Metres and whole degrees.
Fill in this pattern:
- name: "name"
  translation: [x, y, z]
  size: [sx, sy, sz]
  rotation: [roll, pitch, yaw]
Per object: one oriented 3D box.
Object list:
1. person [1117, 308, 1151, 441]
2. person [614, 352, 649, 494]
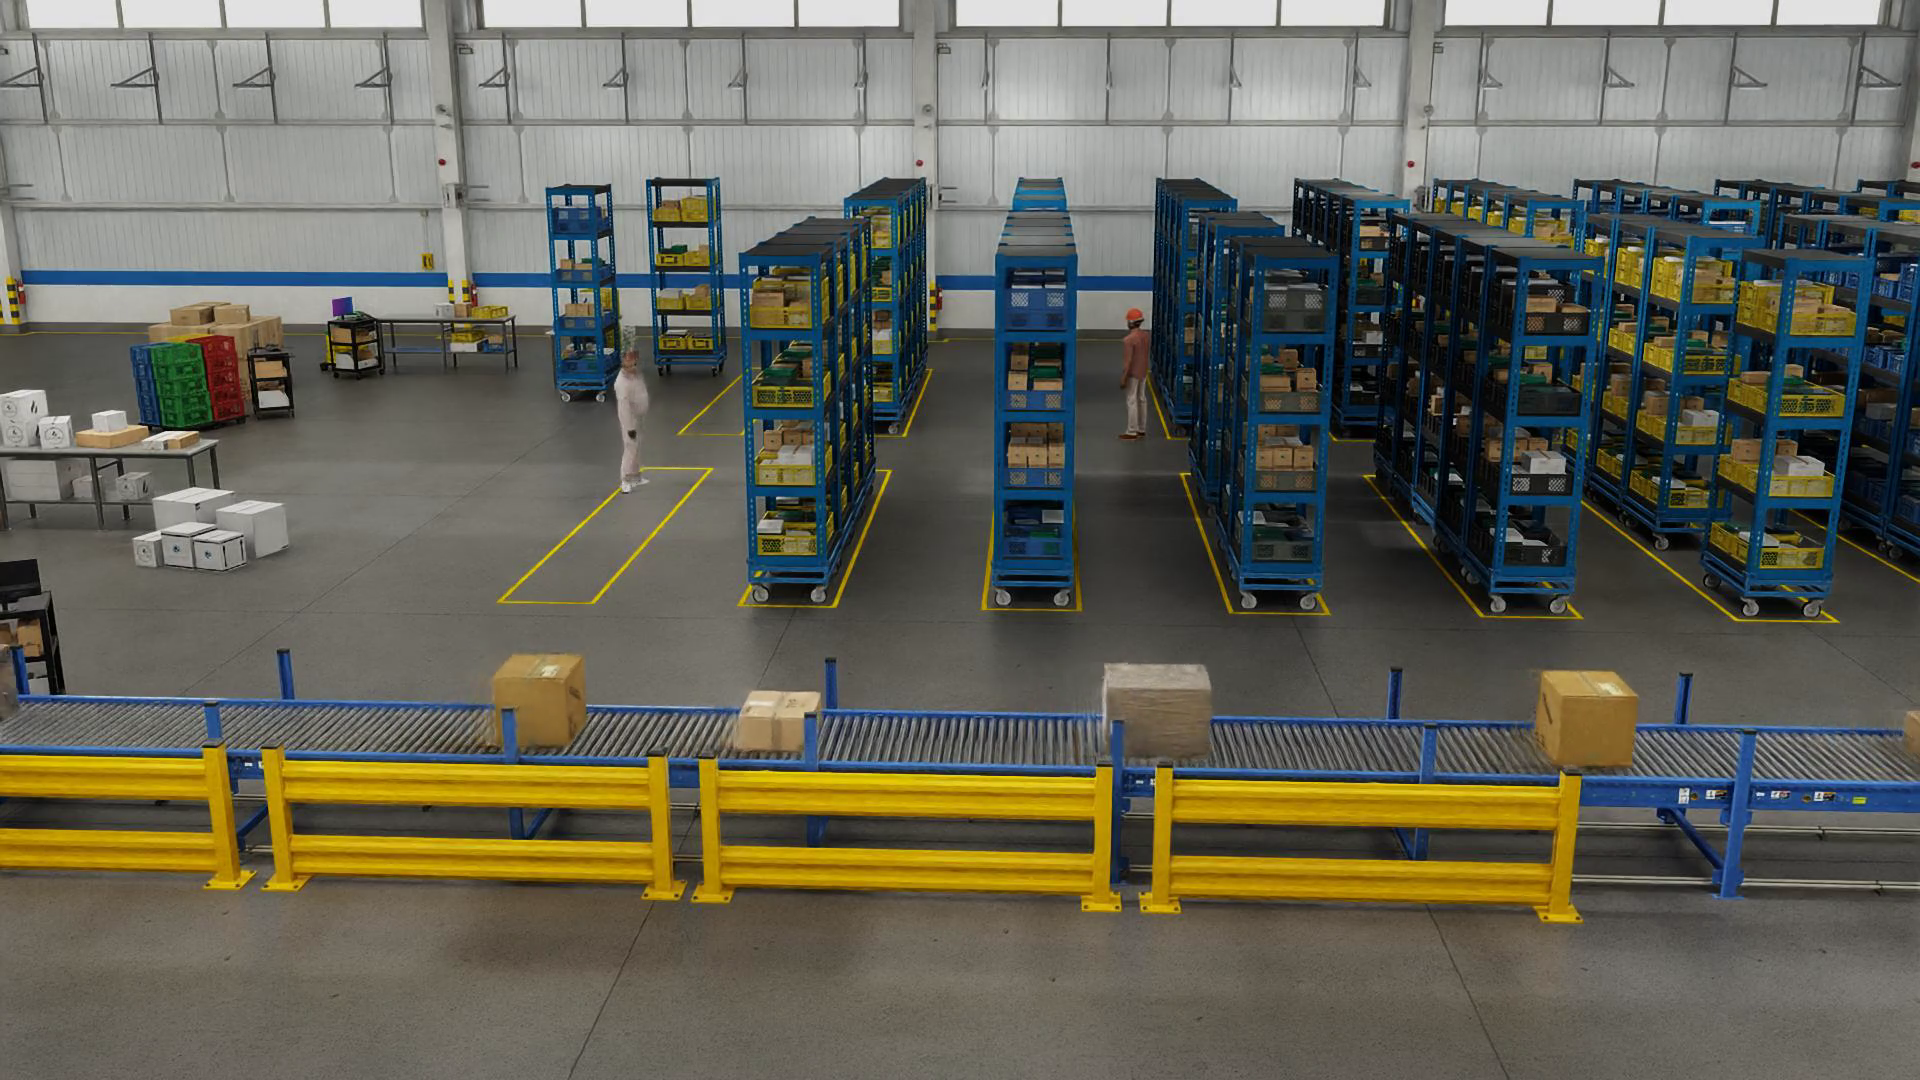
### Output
- name: "person"
  translation: [2.616, -2.480, 24.964]
  size: [0.377, 1.995, 0.608]
  rotation: [12, 19, 37]
- name: "person"
  translation: [-4.269, -1.575, 21.873]
  size: [0.396, 1.863, 0.739]
  rotation: [2, 15, 6]
